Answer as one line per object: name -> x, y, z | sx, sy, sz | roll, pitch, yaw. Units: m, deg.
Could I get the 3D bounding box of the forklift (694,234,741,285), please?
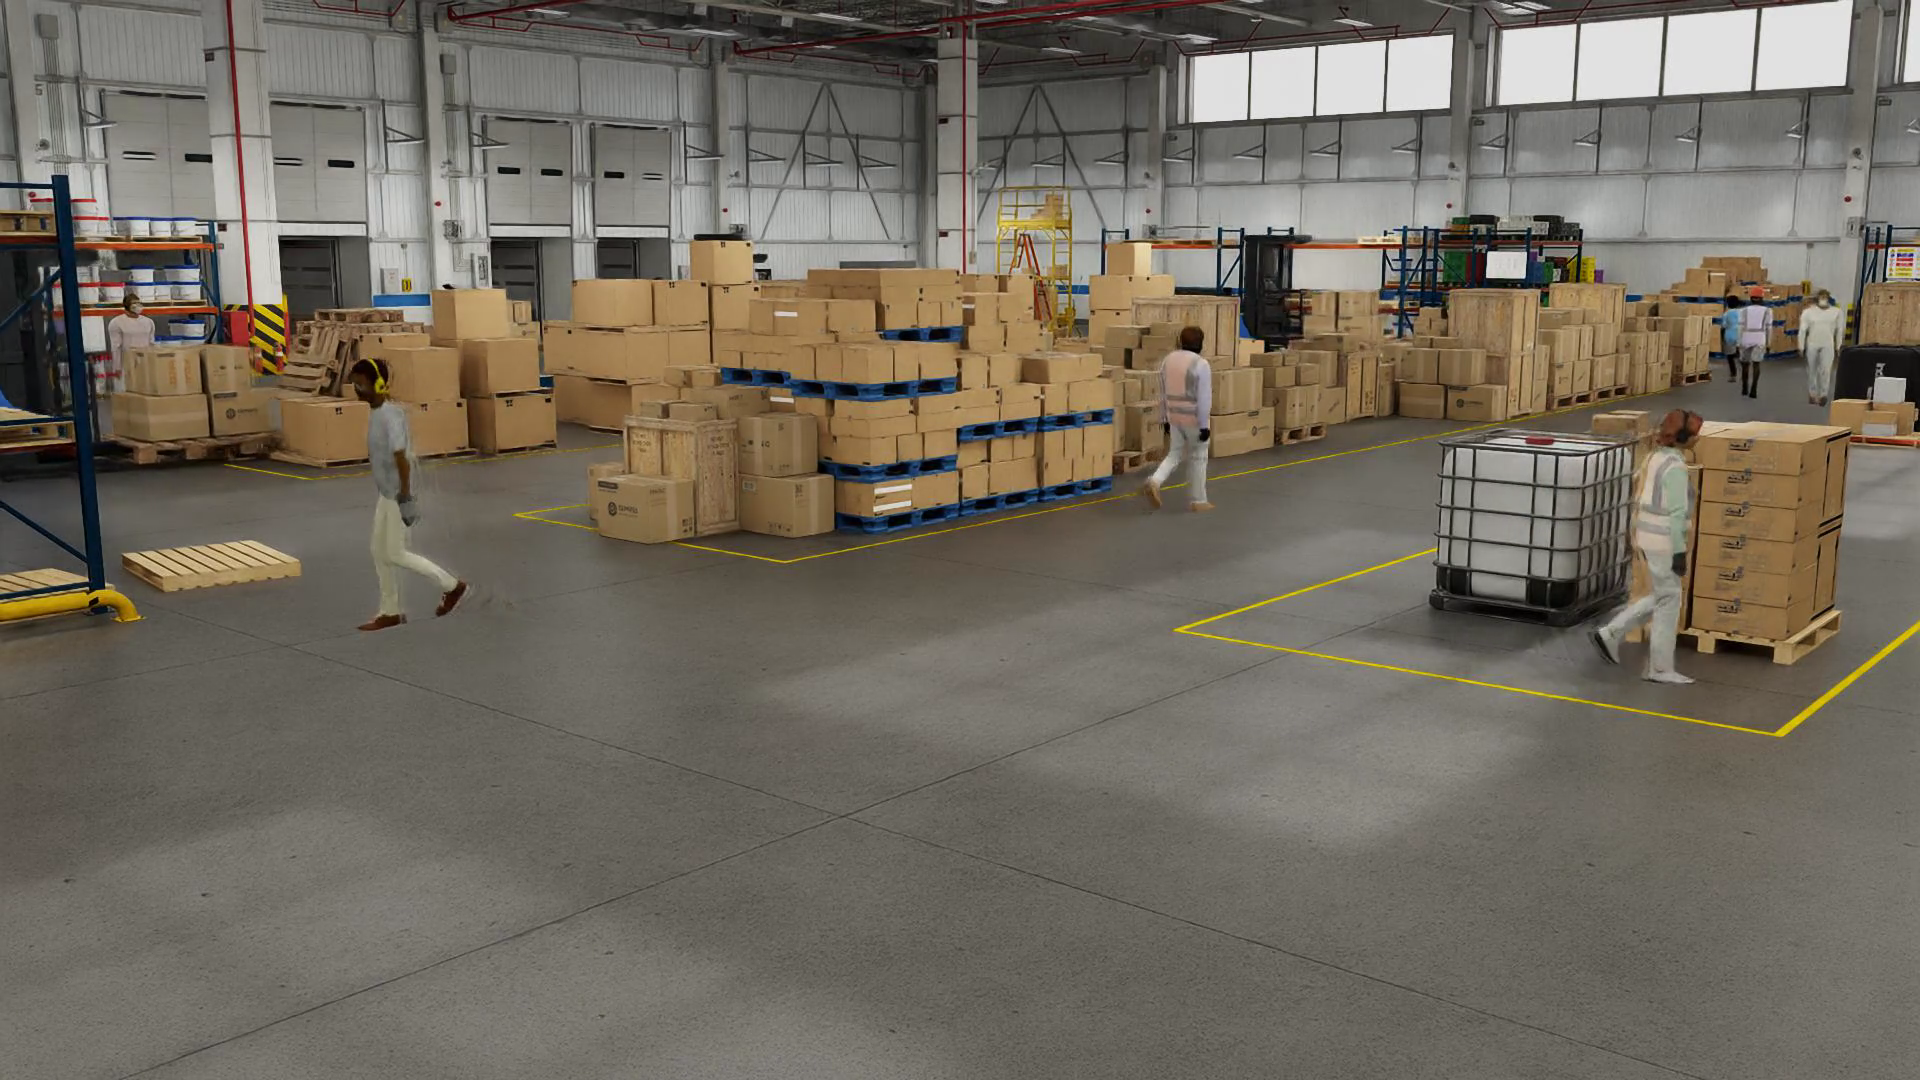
forklift -> -4.871, -4.776, 33.586 | 1.129, 2.768, 1.873 | 5, 11, 26

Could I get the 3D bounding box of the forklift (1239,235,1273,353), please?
forklift -> 6.501, -5.280, 36.457 | 1.873, 2.768, 1.129 | 7, 12, 33

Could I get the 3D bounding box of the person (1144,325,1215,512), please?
person -> 2.137, -1.148, 15.952 | 0.716, 1.821, 0.636 | -7, 12, -36

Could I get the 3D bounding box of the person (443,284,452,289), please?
person -> -12.840, -5.610, 41.833 | 0.888, 1.644, 0.544 | -6, 12, -31

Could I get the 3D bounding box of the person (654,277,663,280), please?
person -> -6.509, -4.724, 36.012 | 0.638, 1.926, 0.367 | -4, 11, -22

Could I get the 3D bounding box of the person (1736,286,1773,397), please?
person -> 13.609, -3.393, 28.513 | 0.554, 1.908, 0.884 | 4, 11, 21

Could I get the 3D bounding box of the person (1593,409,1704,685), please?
person -> 4.069, 0.041, 9.733 | 0.469, 1.623, 0.514 | 2, 10, 13

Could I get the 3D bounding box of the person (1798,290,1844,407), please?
person -> 13.916, -3.101, 26.916 | 0.639, 1.875, 1.035 | 5, 11, 26

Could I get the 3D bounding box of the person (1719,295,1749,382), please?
person -> 14.697, -3.810, 31.549 | 0.560, 1.668, 0.448 | 1, 10, 3

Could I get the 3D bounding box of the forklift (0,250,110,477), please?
forklift -> -10.689, -2.096, 18.325 | 1.129, 2.768, 1.873 | 8, 13, 40

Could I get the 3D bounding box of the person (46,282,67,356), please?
person -> -17.575, -4.117, 32.631 | 0.624, 1.894, 0.529 | 4, 11, 22

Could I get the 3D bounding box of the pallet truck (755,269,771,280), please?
pallet truck -> -4.996, -6.432, 45.525 | 1.885, 1.965, 0.823 | -6, 12, -32

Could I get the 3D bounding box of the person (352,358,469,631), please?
person -> -3.714, -0.307, 11.114 | 0.633, 1.839, 0.580 | -7, 12, -35

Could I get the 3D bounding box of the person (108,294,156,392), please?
person -> -11.053, -2.327, 22.321 | 0.372, 1.940, 0.630 | 6, 12, 31
